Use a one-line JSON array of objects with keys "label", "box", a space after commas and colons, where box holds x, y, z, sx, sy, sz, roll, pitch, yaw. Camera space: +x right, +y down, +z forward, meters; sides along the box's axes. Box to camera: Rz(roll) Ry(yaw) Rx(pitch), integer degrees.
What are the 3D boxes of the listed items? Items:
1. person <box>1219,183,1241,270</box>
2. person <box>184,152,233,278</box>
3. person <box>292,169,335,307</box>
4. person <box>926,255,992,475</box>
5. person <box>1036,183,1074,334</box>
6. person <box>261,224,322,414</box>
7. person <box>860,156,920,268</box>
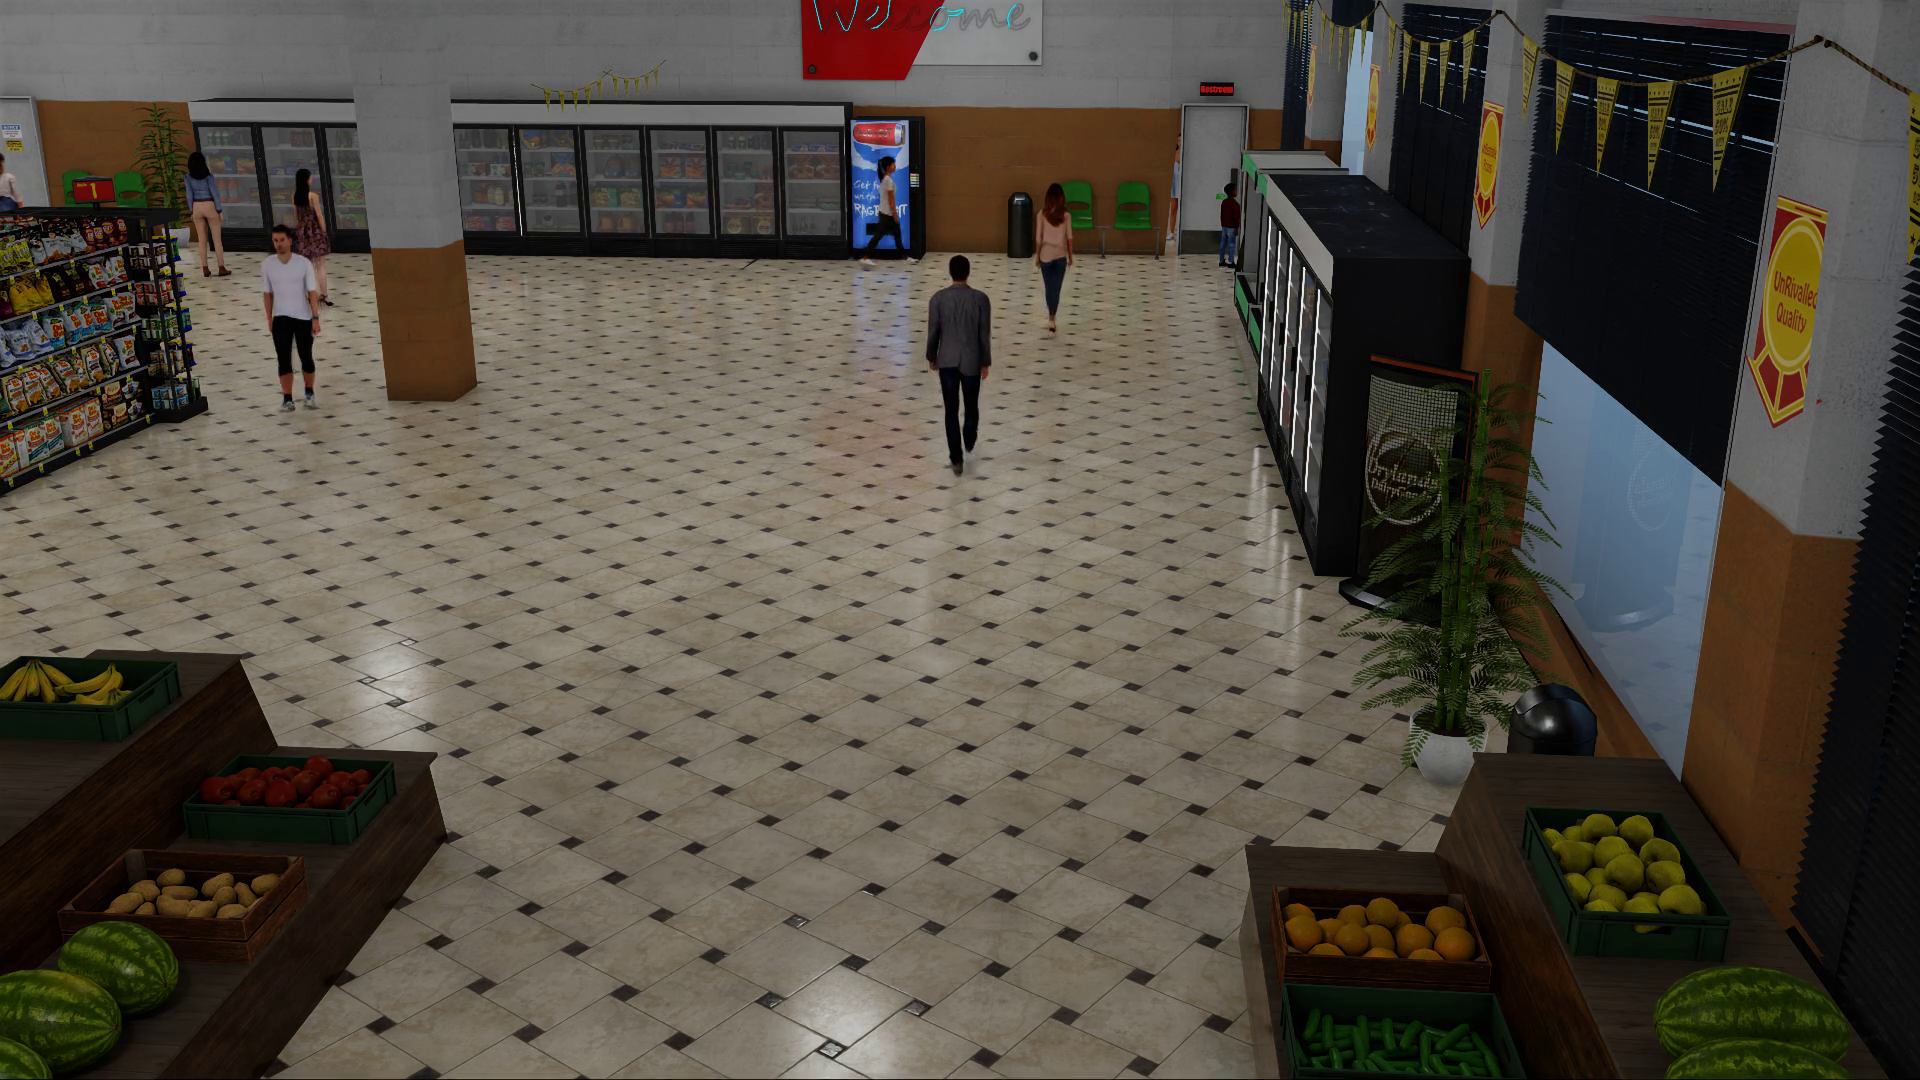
[{"label": "person", "box": [3.991, -4.654, 24.630, 0.646, 1.256, 0.569, -11, 22, -30]}, {"label": "person", "box": [-10.849, -4.687, 23.916, 0.636, 1.774, 0.620, -1, 19, -4]}, {"label": "person", "box": [-8.462, -3.941, 21.700, 0.718, 1.775, 0.731, 6, 19, 16]}, {"label": "person", "box": [-0.001, -1.475, 14.298, 0.807, 1.832, 1.145, -1, 19, -2]}, {"label": "person", "box": [1.120, -3.341, 19.971, 0.608, 1.744, 1.146, 3, 19, 7]}, {"label": "person", "box": [-6.577, -2.201, 16.465, 0.862, 1.823, 1.124, -4, 19, -10]}, {"label": "person", "box": [-1.156, -4.786, 24.491, 0.897, 1.594, 1.141, -4, 19, -12]}]
